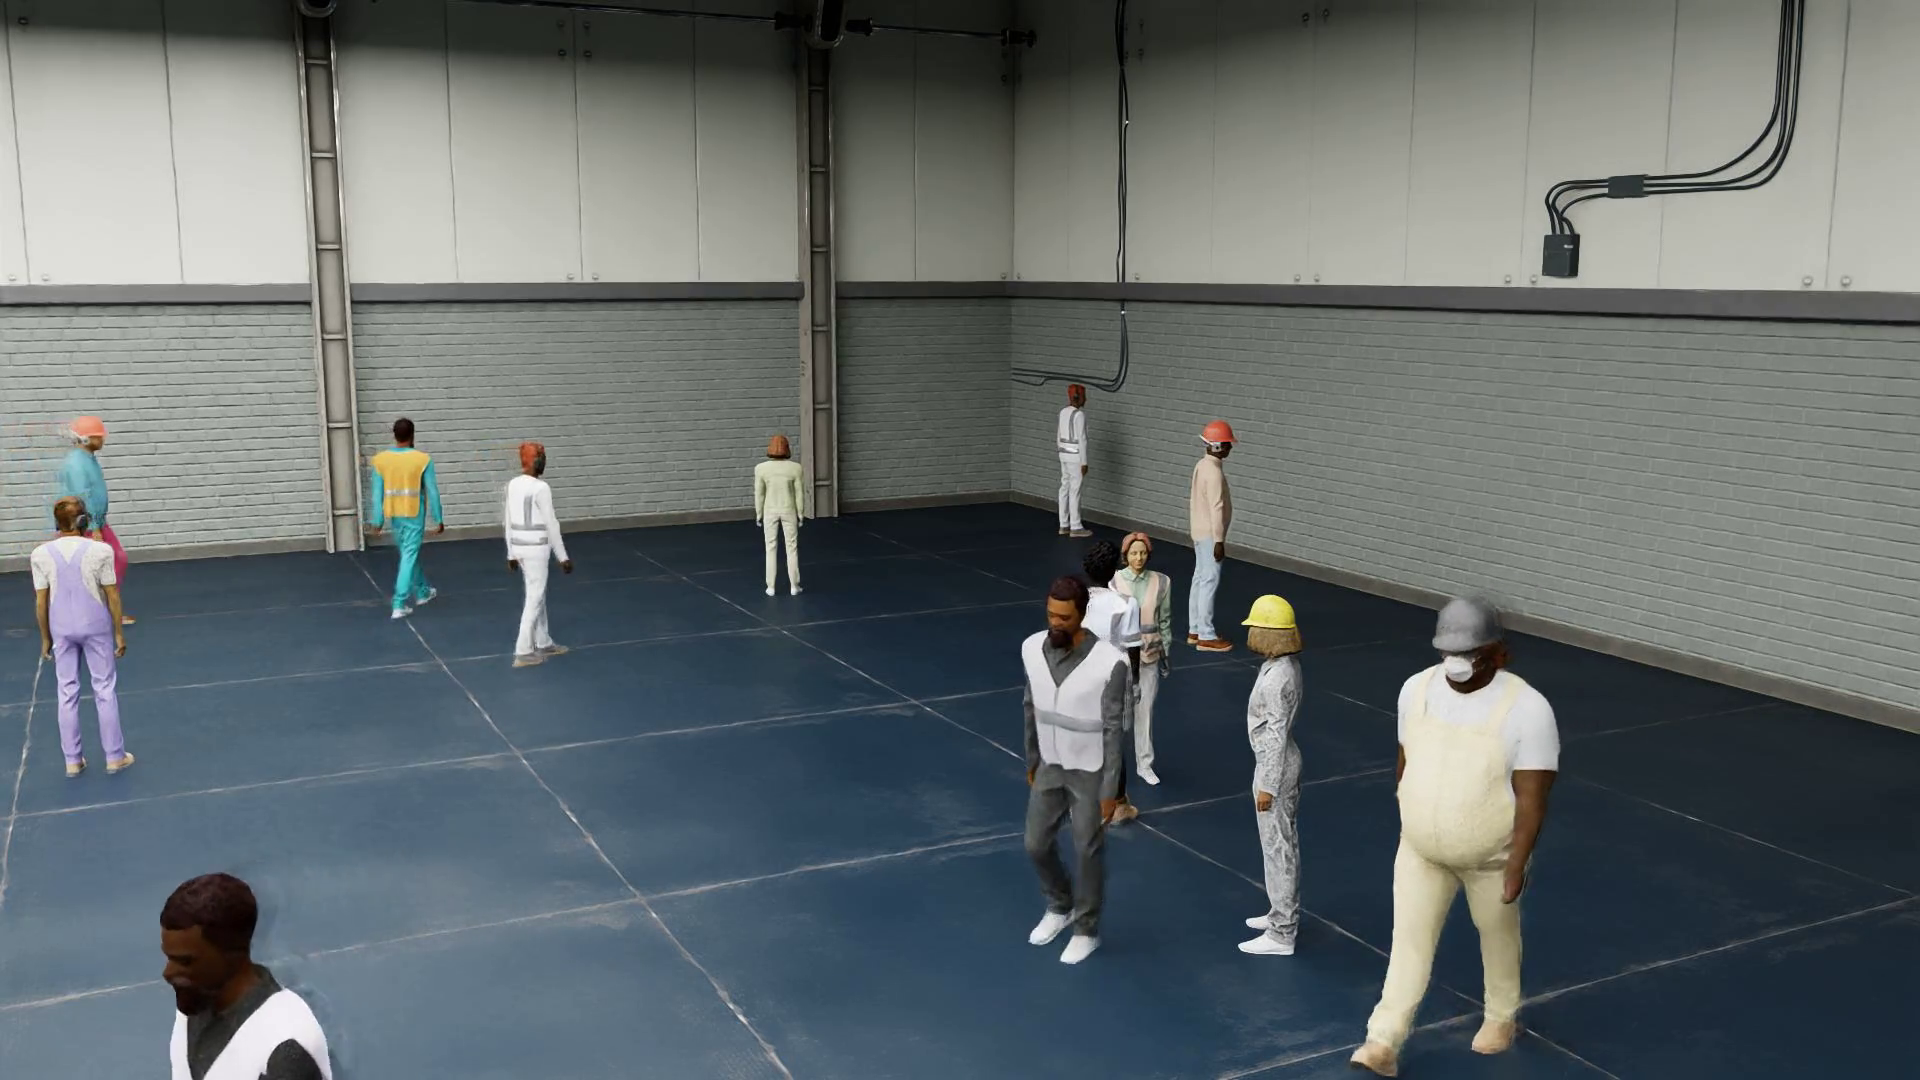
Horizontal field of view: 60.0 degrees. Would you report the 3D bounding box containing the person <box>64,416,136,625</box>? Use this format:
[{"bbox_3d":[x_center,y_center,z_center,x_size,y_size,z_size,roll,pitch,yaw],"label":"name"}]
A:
[{"bbox_3d":[-7.826,-0.139,15.102,0.649,1.968,0.640,-2,9,-10],"label":"person"}]

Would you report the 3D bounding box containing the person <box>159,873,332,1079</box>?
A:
[{"bbox_3d":[-1.754,1.709,4.083,0.591,1.858,1.045,6,11,35],"label":"person"}]

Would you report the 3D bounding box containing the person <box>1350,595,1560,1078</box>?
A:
[{"bbox_3d":[2.020,1.181,6.751,0.693,2.000,1.013,7,12,39],"label":"person"}]

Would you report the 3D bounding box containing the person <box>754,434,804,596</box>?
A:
[{"bbox_3d":[-1.821,-0.249,16.809,0.501,1.633,0.284,0,9,-2],"label":"person"}]

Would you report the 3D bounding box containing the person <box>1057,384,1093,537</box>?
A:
[{"bbox_3d":[1.409,-0.986,20.583,0.357,1.885,0.573,-4,10,-25],"label":"person"}]

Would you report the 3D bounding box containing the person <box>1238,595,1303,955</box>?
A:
[{"bbox_3d":[1.496,1.123,8.021,0.321,1.742,0.492,3,10,18],"label":"person"}]

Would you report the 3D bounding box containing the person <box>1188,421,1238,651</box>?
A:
[{"bbox_3d":[2.195,-0.043,14.433,0.397,1.992,0.621,-1,9,-5],"label":"person"}]

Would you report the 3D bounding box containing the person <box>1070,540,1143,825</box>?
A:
[{"bbox_3d":[0.835,0.844,9.880,0.529,1.697,0.321,4,10,26],"label":"person"}]

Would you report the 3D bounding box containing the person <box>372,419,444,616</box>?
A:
[{"bbox_3d":[-5.297,-0.238,16.034,0.609,1.863,0.994,1,9,9],"label":"person"}]

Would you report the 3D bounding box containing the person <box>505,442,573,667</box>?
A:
[{"bbox_3d":[-3.547,0.109,13.919,0.537,1.878,0.593,-9,13,-43],"label":"person"}]

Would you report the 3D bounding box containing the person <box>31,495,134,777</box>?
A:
[{"bbox_3d":[-5.703,0.624,10.806,0.507,1.840,0.344,-2,9,-13],"label":"person"}]

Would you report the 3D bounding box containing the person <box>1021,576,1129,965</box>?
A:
[{"bbox_3d":[0.533,1.082,7.833,0.612,1.892,0.465,7,11,36],"label":"person"}]

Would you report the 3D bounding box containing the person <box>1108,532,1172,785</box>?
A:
[{"bbox_3d":[1.099,0.757,10.592,0.512,1.642,0.311,-2,9,-11],"label":"person"}]
